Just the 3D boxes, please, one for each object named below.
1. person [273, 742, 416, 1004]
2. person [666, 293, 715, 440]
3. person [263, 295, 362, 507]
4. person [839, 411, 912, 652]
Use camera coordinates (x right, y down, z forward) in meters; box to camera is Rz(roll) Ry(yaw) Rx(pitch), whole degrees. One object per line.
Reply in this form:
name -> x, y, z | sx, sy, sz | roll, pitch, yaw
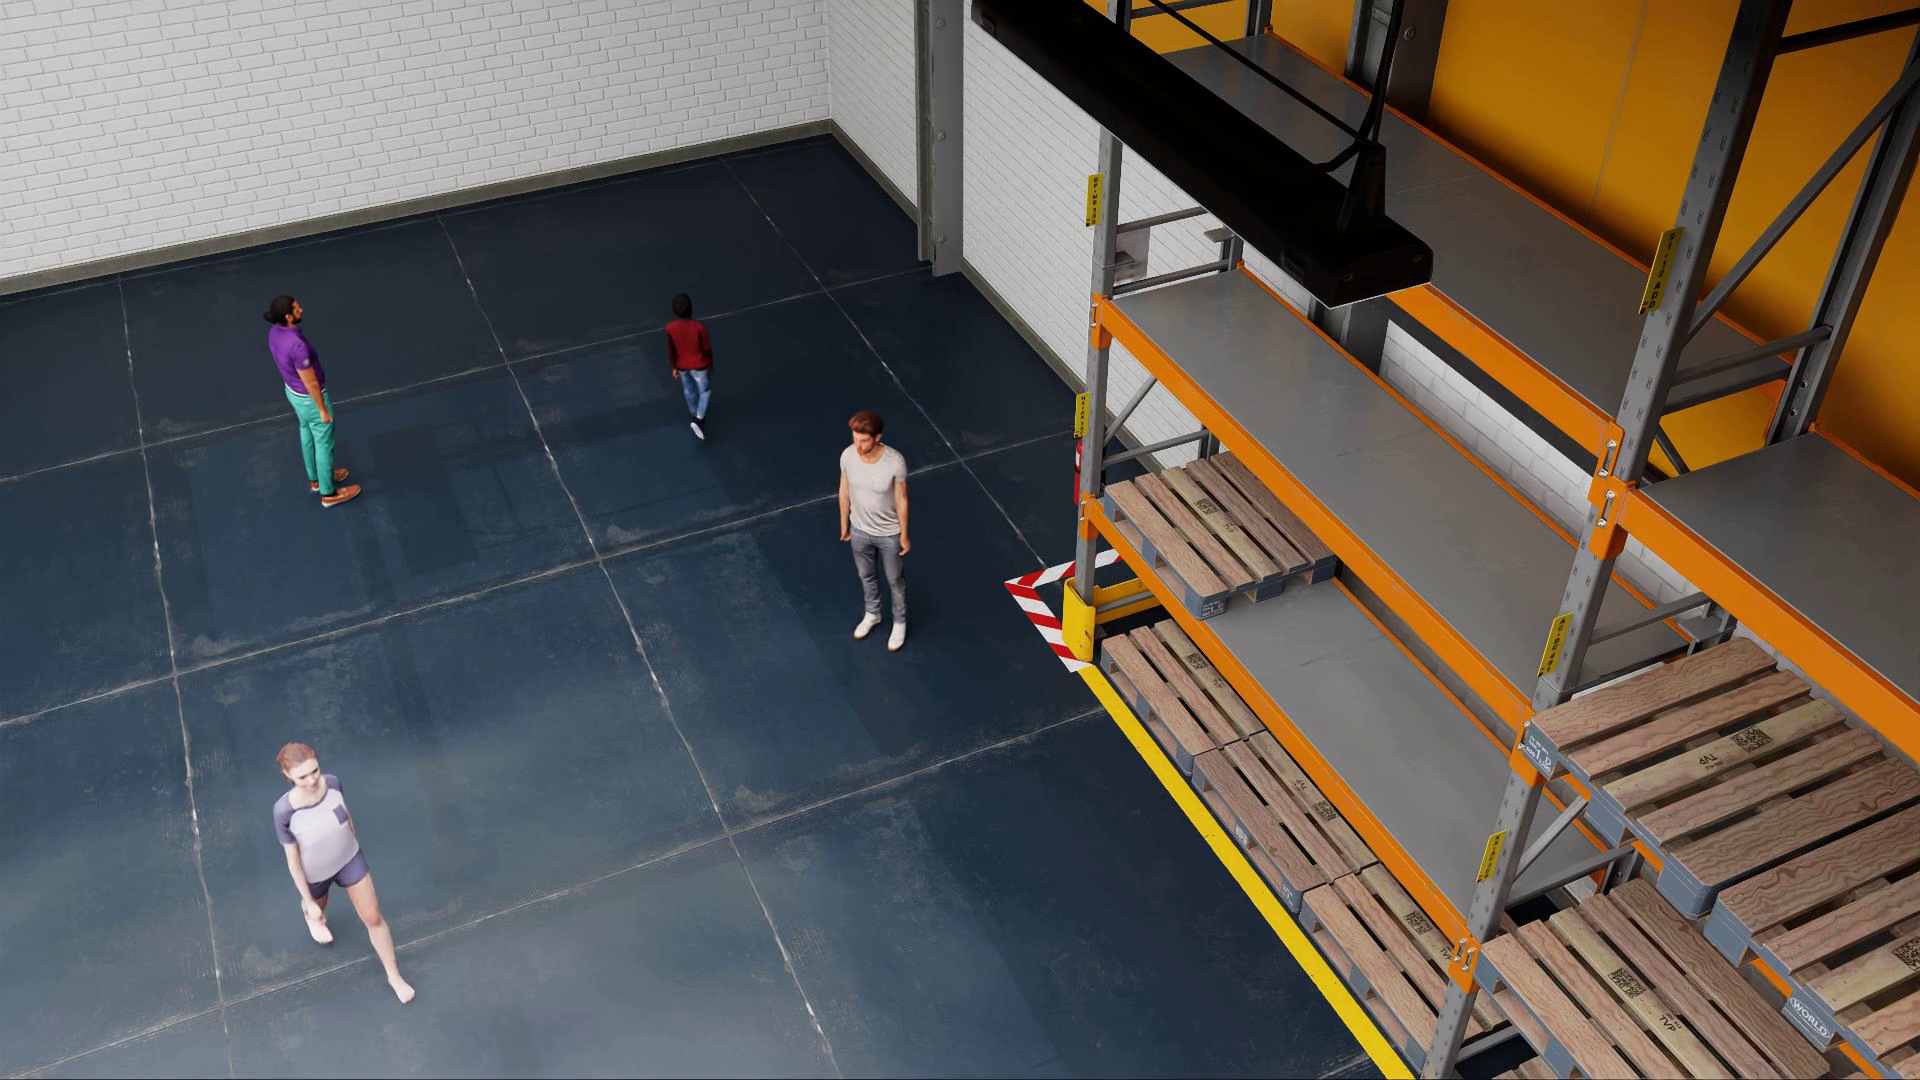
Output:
person -> -3.503, 1.745, 9.098 | 0.852, 1.725, 1.217 | -31, 48, -33
person -> -2.165, -1.396, 13.417 | 0.715, 1.243, 0.819 | 5, 39, 6
person -> -4.952, -1.071, 12.590 | 0.740, 1.767, 0.606 | -31, 48, -33
person -> -0.555, -0.098, 11.277 | 0.748, 1.885, 0.804 | 12, 40, 15
